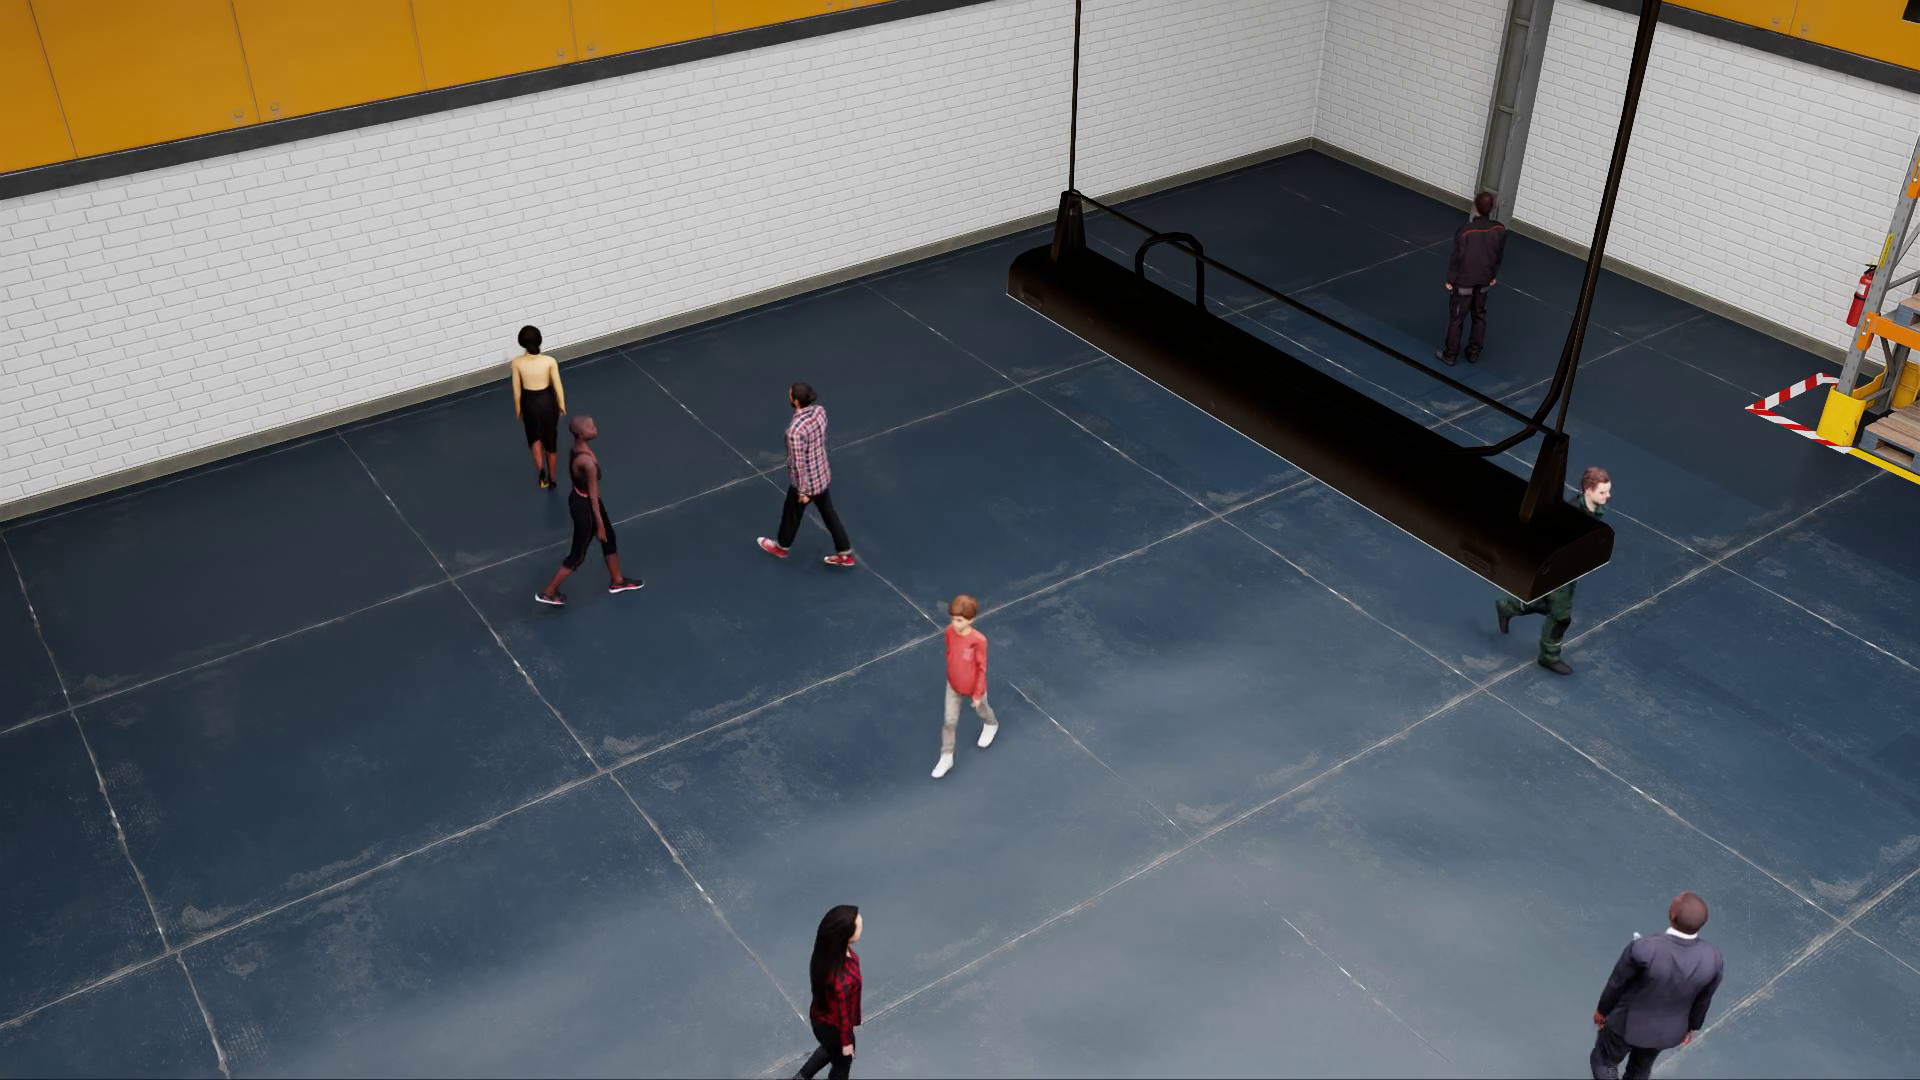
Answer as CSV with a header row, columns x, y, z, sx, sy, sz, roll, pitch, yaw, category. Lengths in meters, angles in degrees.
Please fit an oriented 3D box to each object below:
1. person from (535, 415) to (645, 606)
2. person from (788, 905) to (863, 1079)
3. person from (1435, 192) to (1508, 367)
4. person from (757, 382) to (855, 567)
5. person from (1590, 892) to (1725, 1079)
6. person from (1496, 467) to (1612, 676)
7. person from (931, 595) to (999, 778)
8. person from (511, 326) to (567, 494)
x,y,z,sx,sy,sz,roll,pitch,yaw,category
-3.088,-0.194,13.332,0.840,1.718,1.122,-14,36,-20,person
-0.767,2.645,9.131,0.806,1.641,0.786,-8,34,-11,person
5.215,-2.650,16.918,0.794,1.840,0.736,-6,34,-9,person
-1.186,-0.499,13.785,1.253,1.726,1.045,17,37,23,person
3.716,2.650,8.972,0.988,1.808,1.060,4,34,5,person
4.507,0.175,12.701,0.703,1.803,1.025,-24,40,-31,person
0.093,0.982,11.861,0.955,1.388,0.853,17,37,24,person
-3.742,-1.115,14.783,0.739,1.647,0.804,-5,34,-7,person
